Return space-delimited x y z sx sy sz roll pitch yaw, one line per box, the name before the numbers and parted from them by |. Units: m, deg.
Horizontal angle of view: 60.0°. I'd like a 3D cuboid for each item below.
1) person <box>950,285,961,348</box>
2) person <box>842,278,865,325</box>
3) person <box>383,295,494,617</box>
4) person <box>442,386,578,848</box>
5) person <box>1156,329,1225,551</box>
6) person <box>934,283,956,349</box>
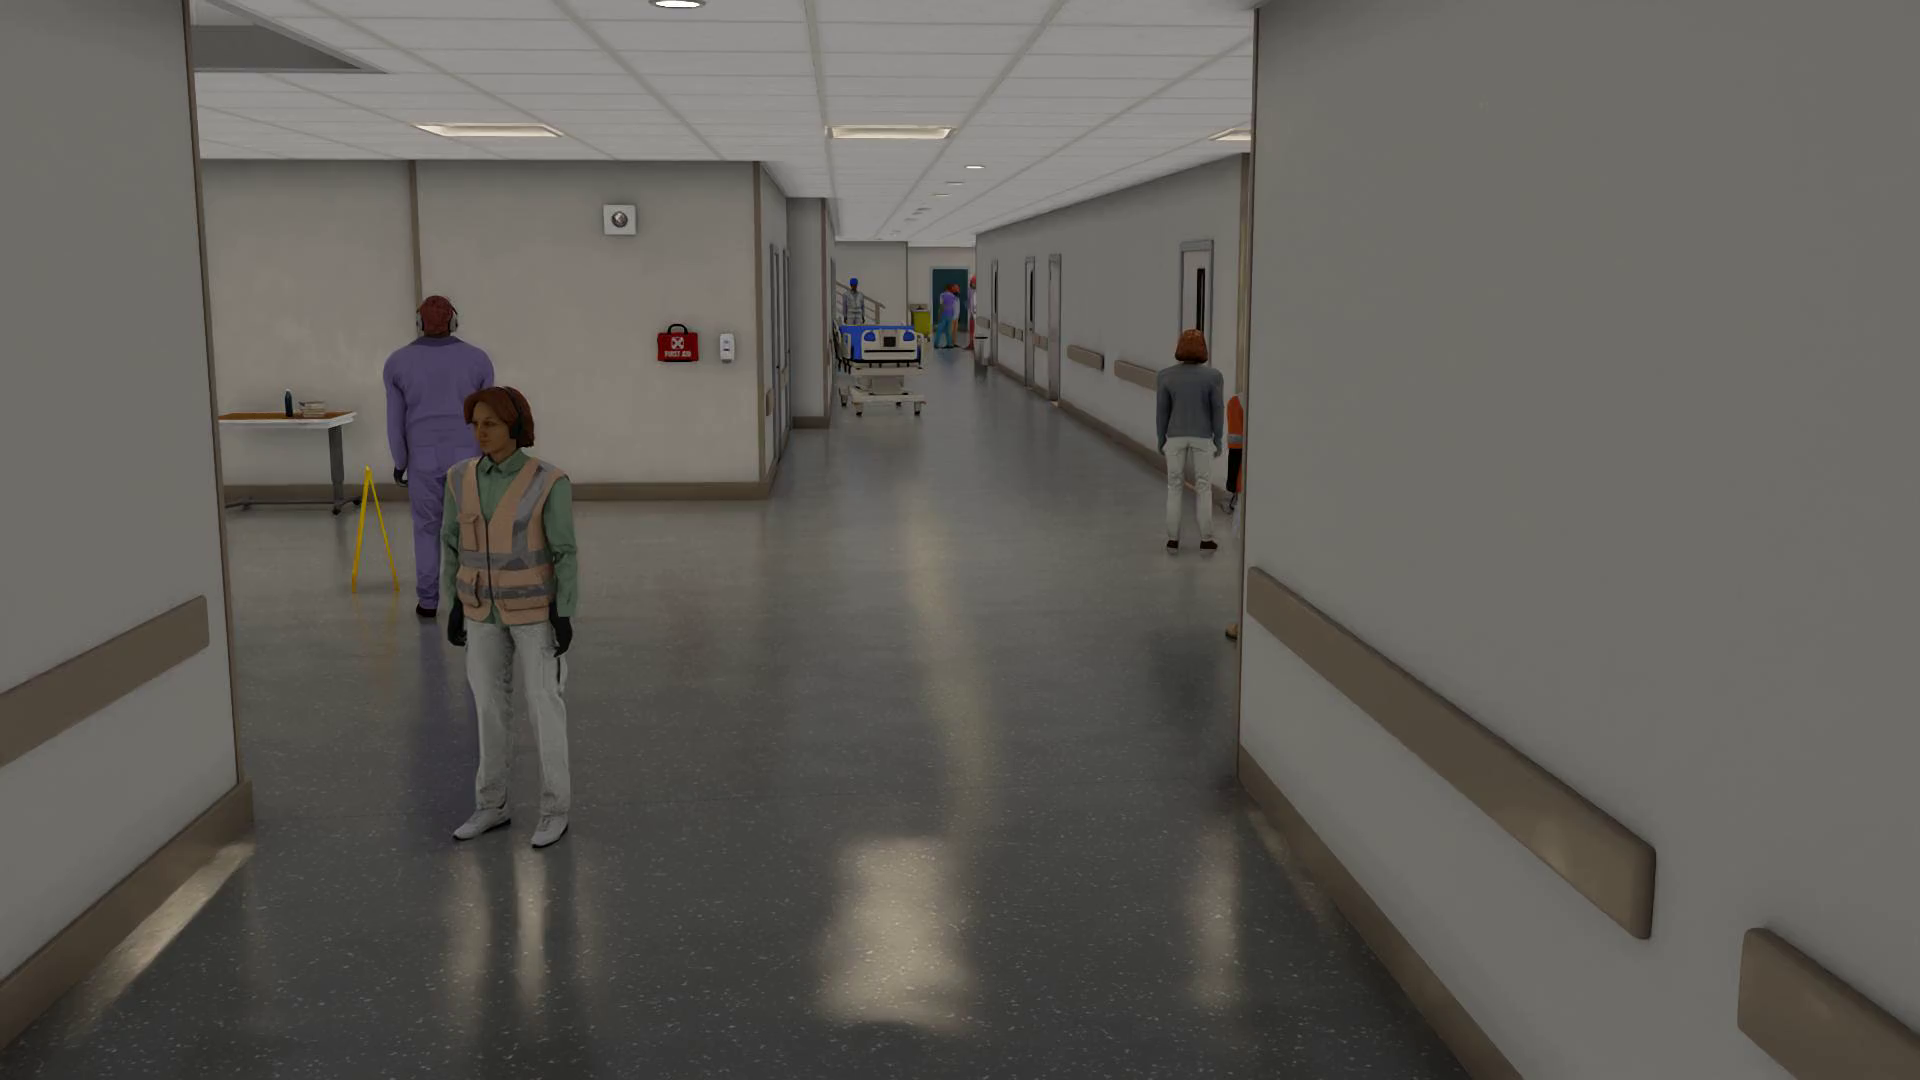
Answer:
person | -0.148 -6.244 46.466 0.339 1.748 0.563 5 10 27
person | -2.737 -5.774 42.900 0.605 1.948 0.391 -4 10 -23
person | -3.056 -0.492 9.870 0.643 1.909 0.410 -3 9 -17
person | -1.591 0.273 5.899 0.517 1.639 0.313 3 10 18
person | 1.684 -0.729 12.207 0.501 1.633 0.283 3 9 16
person | -0.391 -6.140 45.688 0.680 1.800 0.440 -9 13 -44
